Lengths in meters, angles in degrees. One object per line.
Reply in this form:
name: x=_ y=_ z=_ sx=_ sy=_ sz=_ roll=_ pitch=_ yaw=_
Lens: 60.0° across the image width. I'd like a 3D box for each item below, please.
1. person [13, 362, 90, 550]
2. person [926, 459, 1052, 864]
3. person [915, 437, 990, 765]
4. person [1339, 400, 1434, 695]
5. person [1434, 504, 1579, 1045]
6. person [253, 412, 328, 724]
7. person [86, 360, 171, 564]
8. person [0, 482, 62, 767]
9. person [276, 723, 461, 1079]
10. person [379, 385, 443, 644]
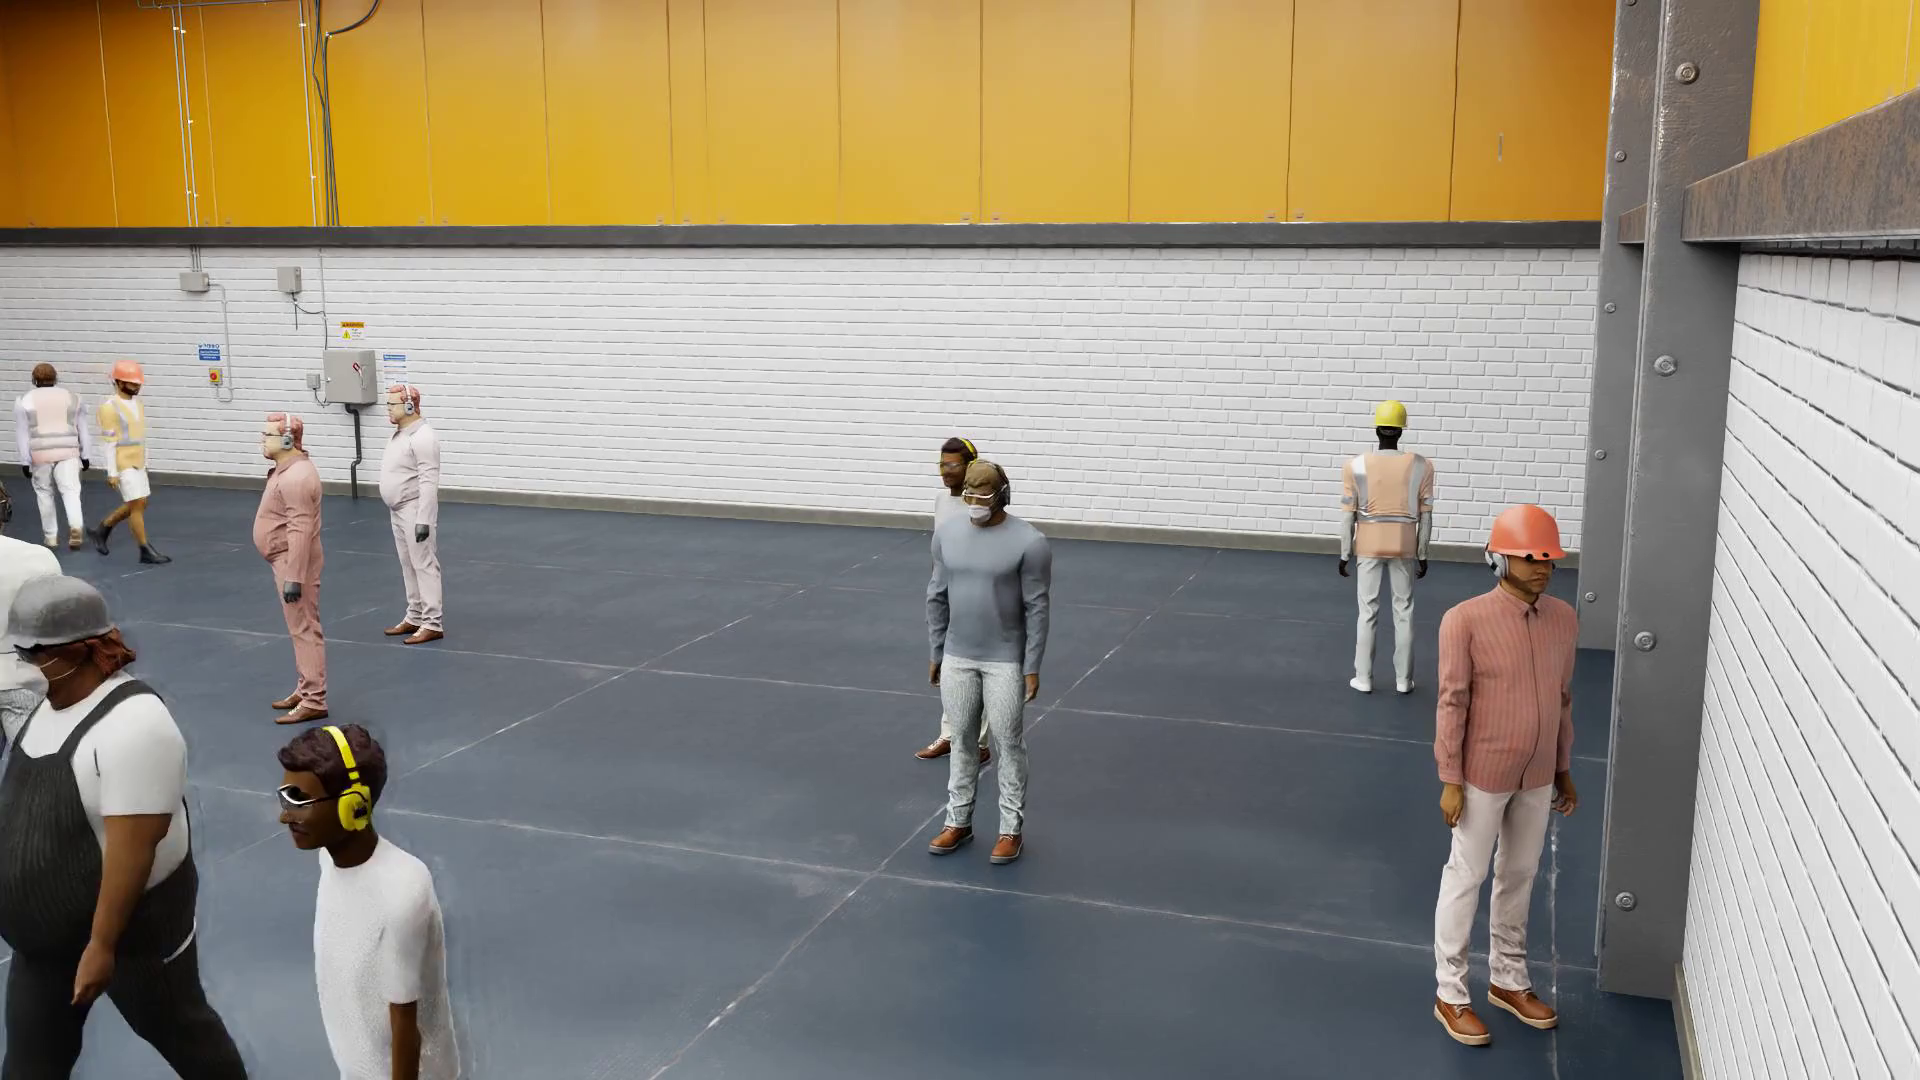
person: x=-8.701 y=-0.802 z=16.003 sx=0.634 sy=1.814 sz=0.854 roll=-8 pitch=13 yaw=-37
person: x=0.122 y=0.569 z=7.914 sx=0.629 sy=1.936 sz=0.373 roll=5 pitch=11 yaw=25
person: x=-0.014 y=0.353 z=9.316 sx=0.319 sy=1.870 sz=0.532 roll=-9 pitch=13 yaw=-40
person: x=2.767 y=0.053 z=10.837 sx=0.587 sy=1.928 sz=0.382 roll=2 pitch=10 yaw=9
person: x=2.026 y=0.852 z=6.149 sx=0.610 sy=1.996 sz=0.379 roll=-4 pitch=11 yaw=-23
person: x=-4.123 y=0.165 z=10.255 sx=0.408 sy=1.913 sz=0.644 roll=-4 pitch=11 yaw=-23
person: x=-7.682 y=-0.705 z=15.198 sx=0.727 sy=1.899 sz=0.581 roll=1 pitch=10 yaw=8
person: x=-4.250 y=0.663 z=7.375 sx=0.632 sy=1.940 sz=0.372 roll=-2 pitch=10 yaw=-10
person: x=-1.372 y=1.325 z=3.886 sx=0.525 sy=1.851 sz=0.514 roll=10 pitch=14 yaw=43
person: x=-4.065 y=-0.194 z=12.291 sx=0.409 sy=1.909 sz=0.641 roll=-8 pitch=13 yaw=-37
